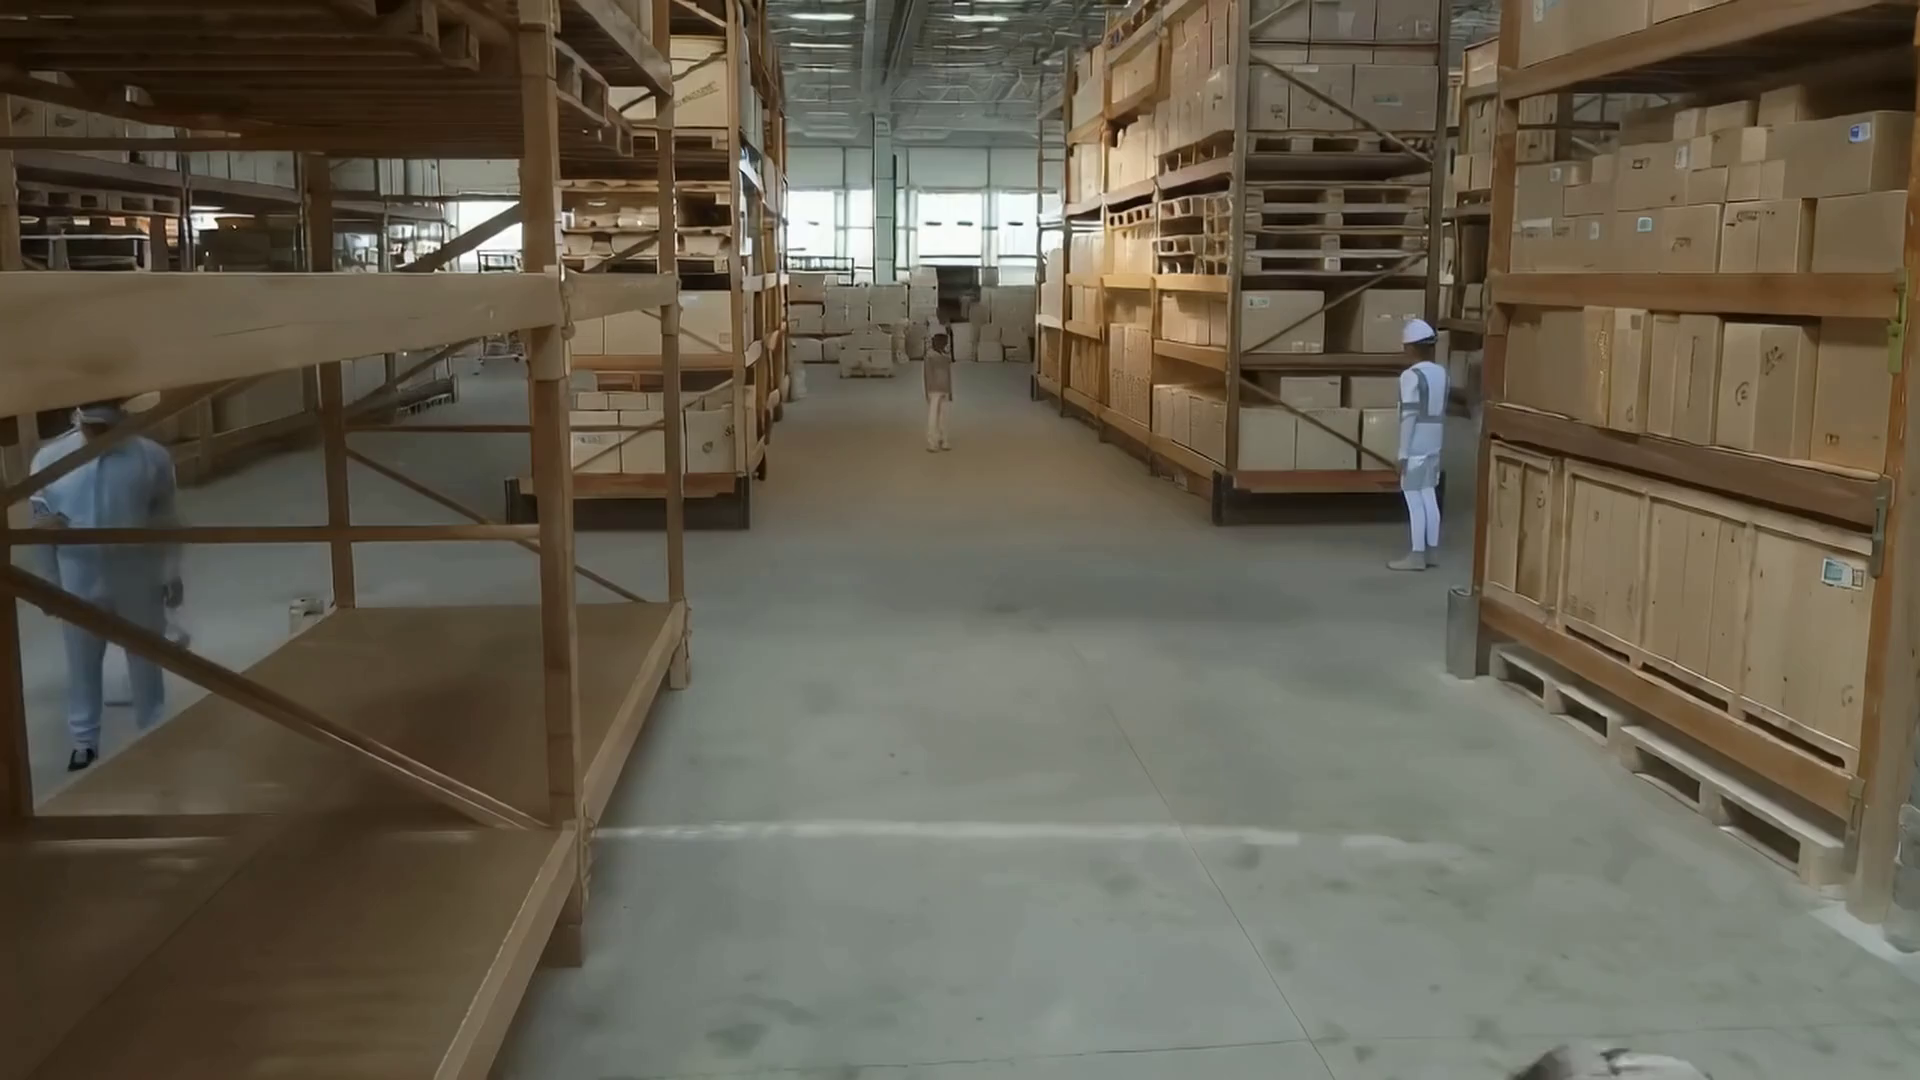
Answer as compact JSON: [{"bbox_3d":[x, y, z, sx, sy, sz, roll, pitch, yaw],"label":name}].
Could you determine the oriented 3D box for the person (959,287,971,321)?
[{"bbox_3d":[0.206,-9.071,66.079,0.566,1.925,0.619,-6,11,-32],"label":"person"}]

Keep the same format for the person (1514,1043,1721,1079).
[{"bbox_3d":[0.391,1.284,1.066,0.633,1.923,0.747,2,9,10],"label":"person"}]

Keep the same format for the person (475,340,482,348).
[{"bbox_3d":[-15.966,-7.266,55.055,0.506,1.826,0.488,-1,9,-6],"label":"person"}]

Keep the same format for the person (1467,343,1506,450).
[{"bbox_3d":[6.435,-1.674,19.952,0.665,1.818,0.443,3,9,17],"label":"person"}]

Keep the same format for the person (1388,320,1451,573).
[{"bbox_3d":[3.700,-0.754,13.493,0.394,2.039,0.614,9,12,43],"label":"person"}]

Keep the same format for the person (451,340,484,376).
[{"bbox_3d":[-11.885,-4.819,39.705,0.967,1.832,0.514,-4,10,-26],"label":"person"}]

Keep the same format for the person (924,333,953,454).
[{"bbox_3d":[-0.293,-1.975,22.435,0.266,1.631,0.507,8,12,40],"label":"person"}]

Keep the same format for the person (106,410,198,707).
[{"bbox_3d":[-4.650,0.065,9.507,0.529,1.670,0.735,3,9,17],"label":"person"}]

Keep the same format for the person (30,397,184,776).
[{"bbox_3d":[-4.119,0.178,8.067,0.652,1.904,0.402,-5,10,-29],"label":"person"}]
